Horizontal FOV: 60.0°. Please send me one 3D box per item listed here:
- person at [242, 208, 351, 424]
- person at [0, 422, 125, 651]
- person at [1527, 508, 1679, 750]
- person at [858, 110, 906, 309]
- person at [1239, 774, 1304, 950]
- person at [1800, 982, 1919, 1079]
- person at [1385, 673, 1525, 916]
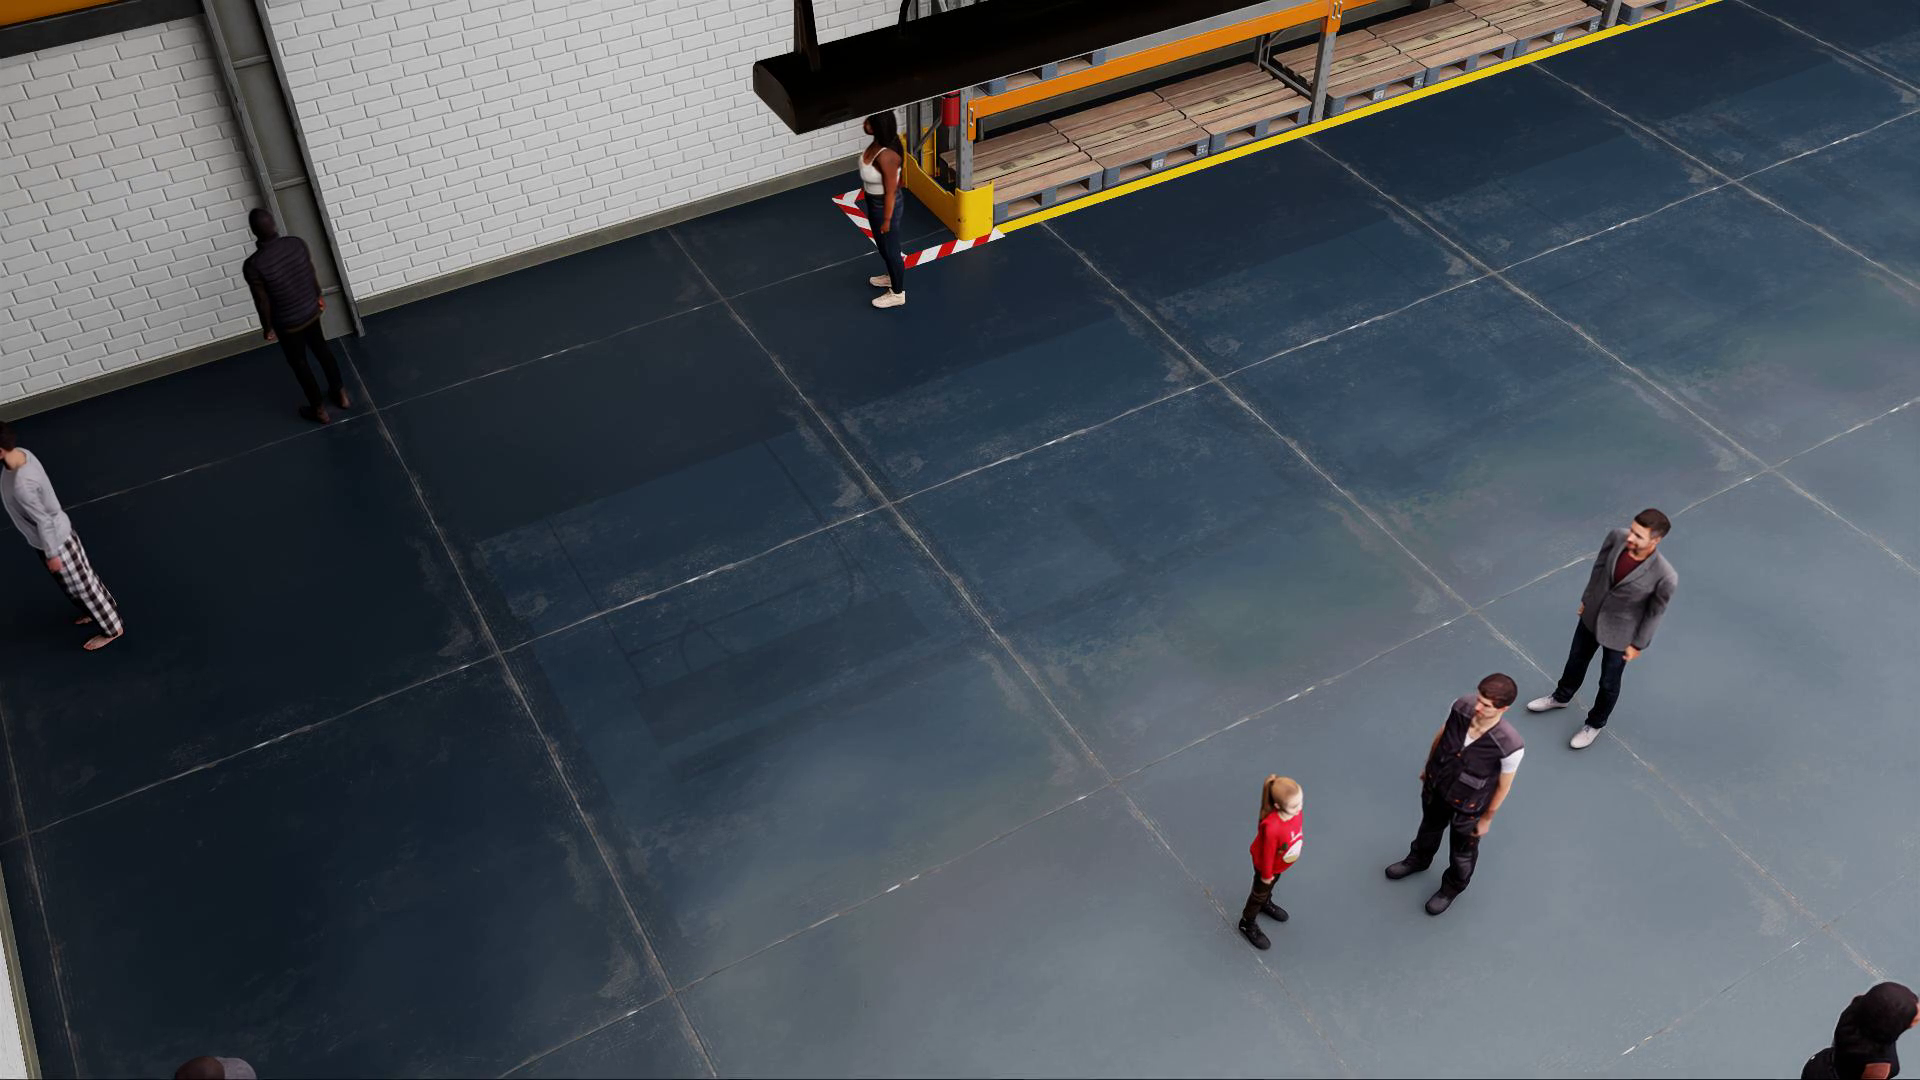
[{"bbox_3d":[-5.015,-1.691,12.520,0.834,1.835,0.666,26,49,25],"label":"person"},{"bbox_3d":[-5.888,-0.041,10.778,0.532,1.847,0.621,-21,48,-21],"label":"person"},{"bbox_3d":[3.989,0.508,10.183,0.574,1.874,0.663,-22,48,-21],"label":"person"},{"bbox_3d":[-0.602,-2.747,13.648,0.743,1.808,0.738,-3,44,-3],"label":"person"},{"bbox_3d":[1.755,1.766,9.292,0.632,1.281,0.539,26,49,24],"label":"person"},{"bbox_3d":[4.220,2.657,8.024,0.708,1.741,0.665,7,44,7],"label":"person"},{"bbox_3d":[2.806,1.386,9.280,0.575,1.848,0.660,-25,49,-24],"label":"person"}]
